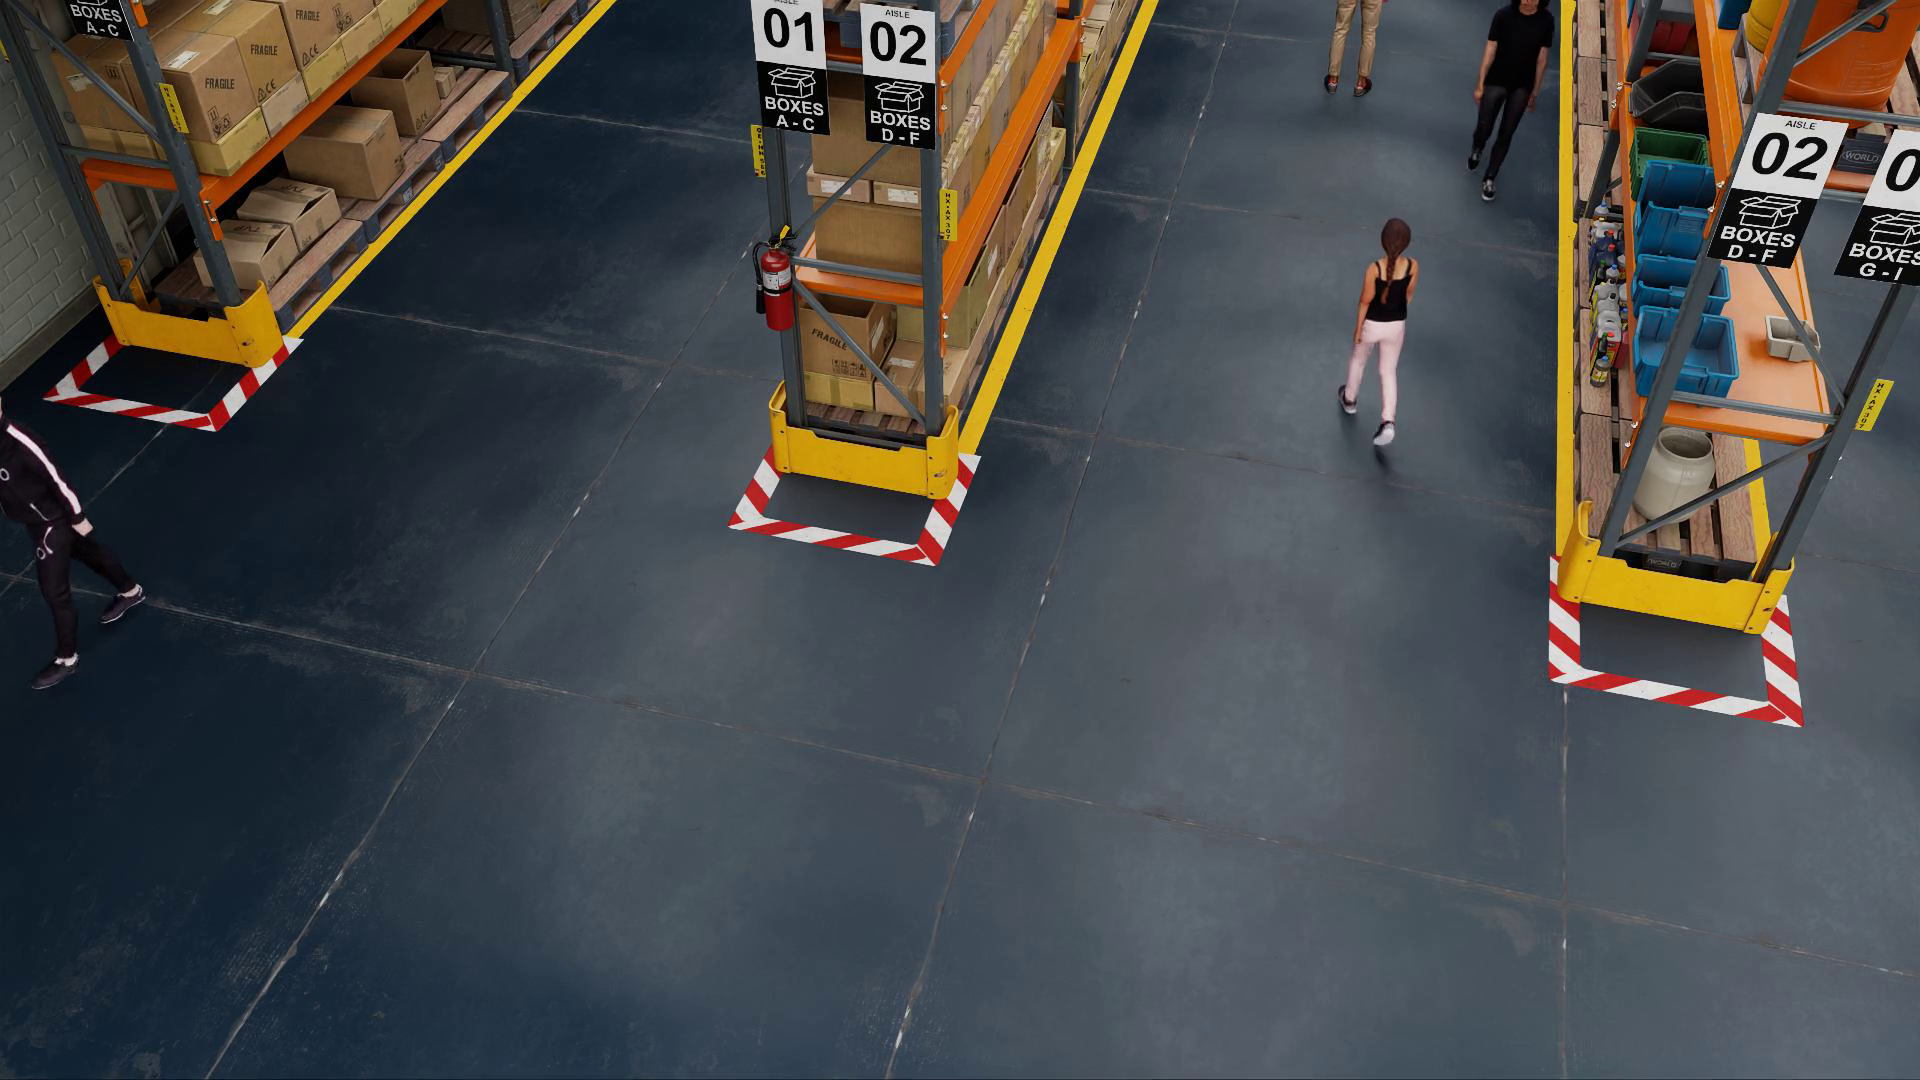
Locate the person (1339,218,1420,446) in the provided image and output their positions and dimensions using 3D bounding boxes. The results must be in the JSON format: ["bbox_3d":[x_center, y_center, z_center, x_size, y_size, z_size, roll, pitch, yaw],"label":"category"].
[{"bbox_3d":[2.689,-1.303,10.507,0.670,1.543,1.016,0,43,-1],"label":"person"}]

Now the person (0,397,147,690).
[{"bbox_3d":[-4.908,-0.169,9.107,0.917,1.796,1.173,25,49,25],"label":"person"}]

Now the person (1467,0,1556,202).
[{"bbox_3d":[4.192,-3.520,12.679,0.655,1.820,0.767,8,44,8],"label":"person"}]

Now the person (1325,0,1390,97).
[{"bbox_3d":[3.341,-4.595,13.803,0.641,1.857,0.500,11,44,11],"label":"person"}]
